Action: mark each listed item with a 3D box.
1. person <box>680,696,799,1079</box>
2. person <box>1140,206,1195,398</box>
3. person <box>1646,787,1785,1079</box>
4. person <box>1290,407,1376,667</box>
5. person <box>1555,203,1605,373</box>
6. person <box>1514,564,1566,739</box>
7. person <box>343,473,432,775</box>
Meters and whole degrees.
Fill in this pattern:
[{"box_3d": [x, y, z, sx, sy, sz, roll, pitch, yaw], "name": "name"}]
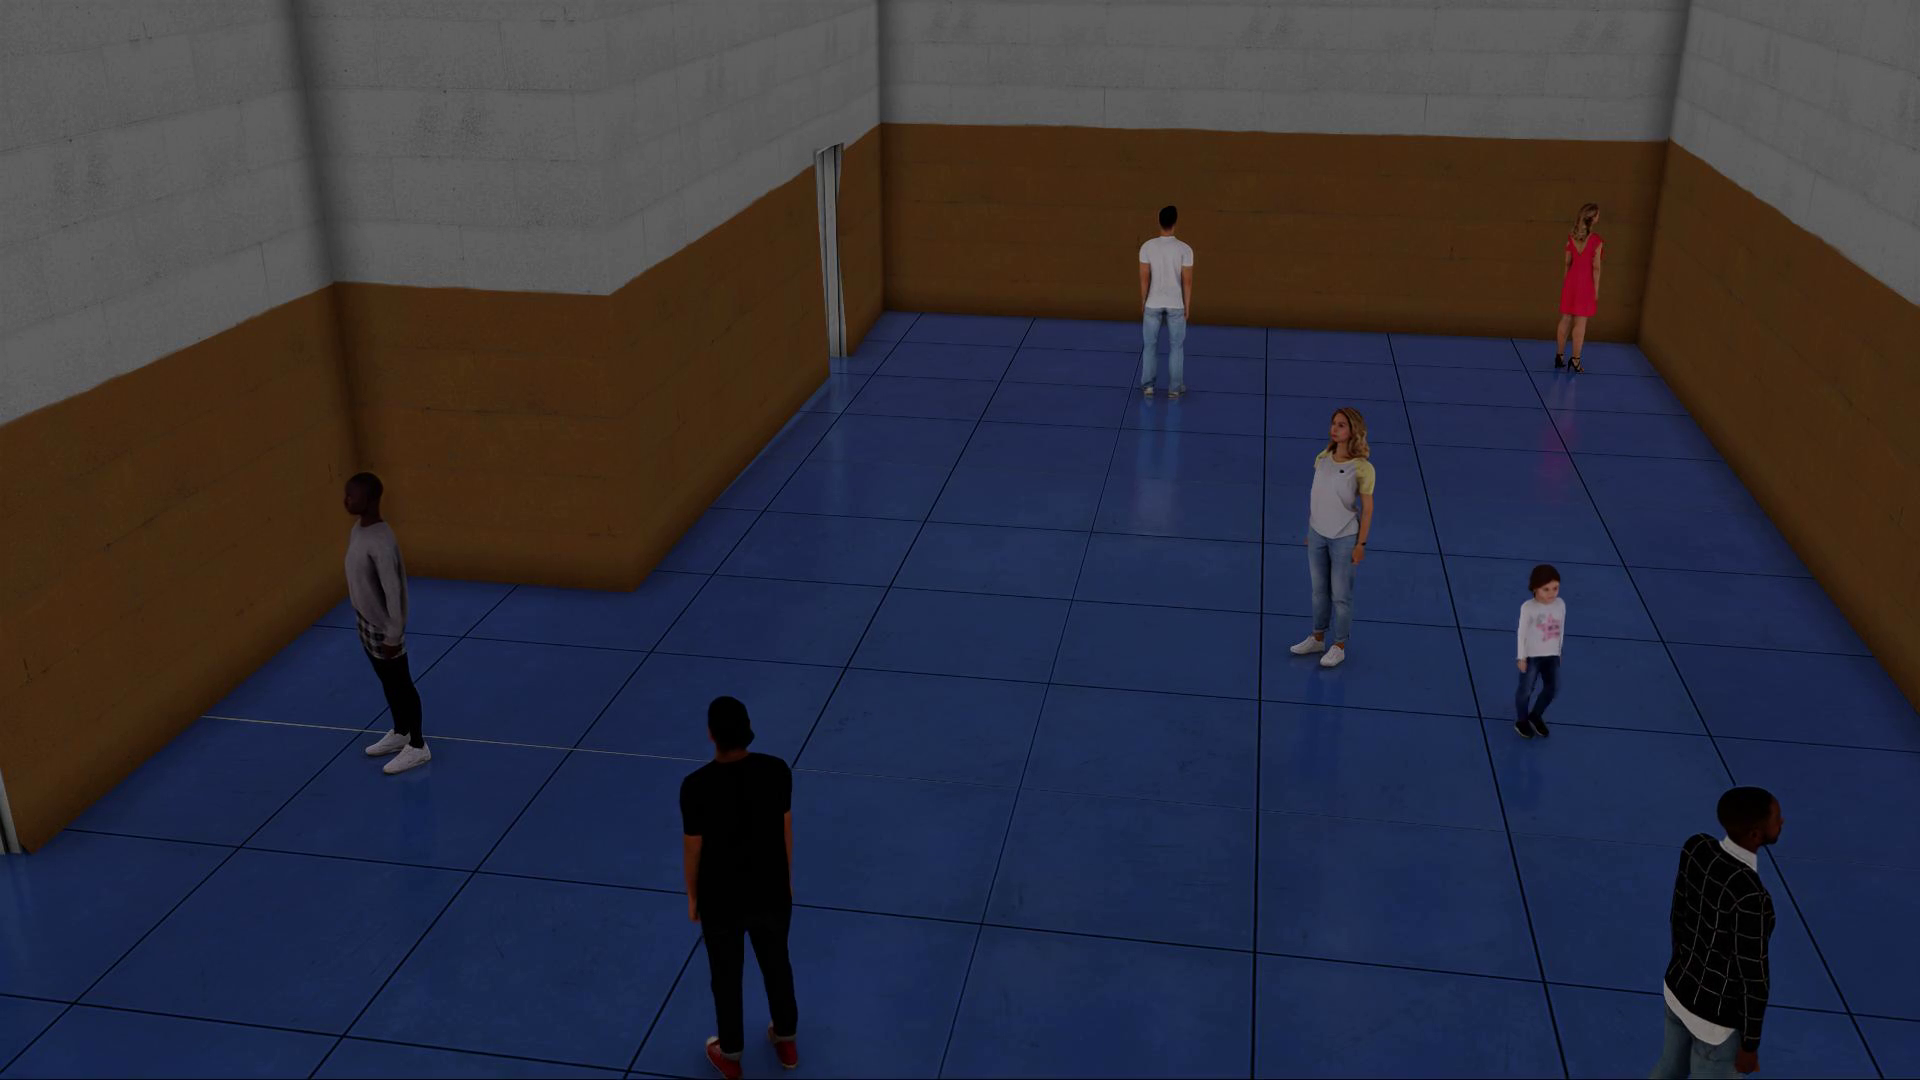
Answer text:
[{"box_3d": [-0.905, 1.455, 6.930, 0.640, 1.754, 0.754, -8, 23, -20], "name": "person"}, {"box_3d": [1.995, -2.311, 16.154, 0.510, 1.867, 0.739, 5, 22, 13], "name": "person"}, {"box_3d": [2.778, 1.716, 6.191, 0.672, 1.821, 0.725, -3, 22, -8], "name": "person"}, {"box_3d": [2.409, -0.027, 10.640, 0.768, 1.723, 0.694, -17, 27, -36], "name": "person"}, {"box_3d": [6.343, -2.595, 17.045, 0.715, 1.729, 0.662, -13, 25, -29], "name": "person"}, {"box_3d": [3.399, 0.633, 9.848, 0.490, 1.104, 0.577, -4, 22, -11], "name": "person"}, {"box_3d": [-3.247, 0.457, 9.392, 0.745, 1.771, 0.673, -16, 27, -35], "name": "person"}]
